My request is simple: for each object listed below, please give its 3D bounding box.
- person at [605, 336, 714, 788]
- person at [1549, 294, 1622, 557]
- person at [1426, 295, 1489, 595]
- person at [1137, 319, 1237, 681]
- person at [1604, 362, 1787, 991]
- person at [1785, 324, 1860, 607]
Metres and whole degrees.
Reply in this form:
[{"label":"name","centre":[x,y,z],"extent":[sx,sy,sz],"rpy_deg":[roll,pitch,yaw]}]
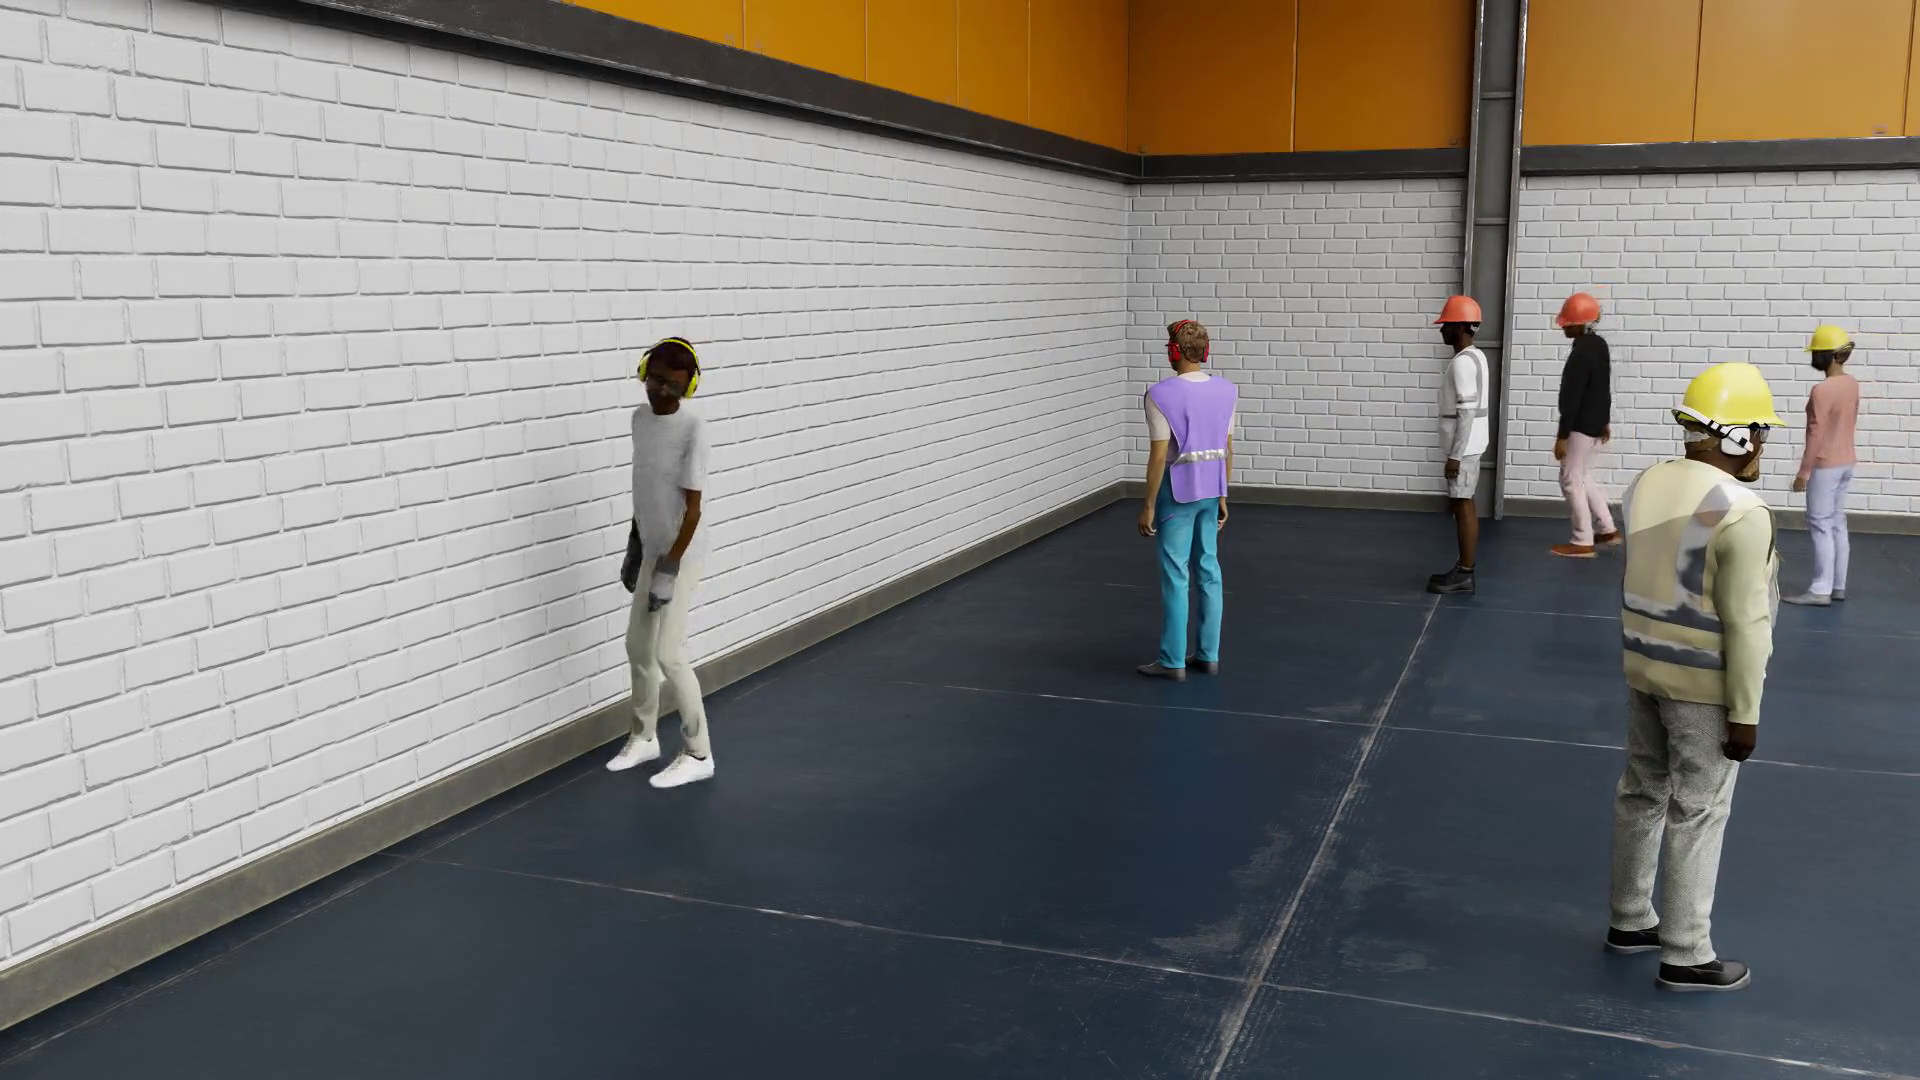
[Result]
[{"label":"person","centre":[-1.215,0.086,6.788],"extent":[0.360,1.833,0.584],"rpy_deg":[-8,12,-40]},{"label":"person","centre":[4.561,-0.817,12.131],"extent":[0.421,1.934,0.713],"rpy_deg":[7,11,36]},{"label":"person","centre":[3.232,-0.609,10.802],"extent":[0.377,1.938,0.547],"rpy_deg":[4,10,23]},{"label":"person","centre":[1.169,-0.197,8.506],"extent":[0.569,1.845,0.384],"rpy_deg":[-6,11,-34]},{"label":"person","centre":[2.147,0.398,4.851],"extent":[0.403,1.825,0.591],"rpy_deg":[-2,9,-11]},{"label":"person","centre":[5.418,-0.462,10.424],"extent":[0.535,1.766,0.330],"rpy_deg":[-8,12,-39]}]
